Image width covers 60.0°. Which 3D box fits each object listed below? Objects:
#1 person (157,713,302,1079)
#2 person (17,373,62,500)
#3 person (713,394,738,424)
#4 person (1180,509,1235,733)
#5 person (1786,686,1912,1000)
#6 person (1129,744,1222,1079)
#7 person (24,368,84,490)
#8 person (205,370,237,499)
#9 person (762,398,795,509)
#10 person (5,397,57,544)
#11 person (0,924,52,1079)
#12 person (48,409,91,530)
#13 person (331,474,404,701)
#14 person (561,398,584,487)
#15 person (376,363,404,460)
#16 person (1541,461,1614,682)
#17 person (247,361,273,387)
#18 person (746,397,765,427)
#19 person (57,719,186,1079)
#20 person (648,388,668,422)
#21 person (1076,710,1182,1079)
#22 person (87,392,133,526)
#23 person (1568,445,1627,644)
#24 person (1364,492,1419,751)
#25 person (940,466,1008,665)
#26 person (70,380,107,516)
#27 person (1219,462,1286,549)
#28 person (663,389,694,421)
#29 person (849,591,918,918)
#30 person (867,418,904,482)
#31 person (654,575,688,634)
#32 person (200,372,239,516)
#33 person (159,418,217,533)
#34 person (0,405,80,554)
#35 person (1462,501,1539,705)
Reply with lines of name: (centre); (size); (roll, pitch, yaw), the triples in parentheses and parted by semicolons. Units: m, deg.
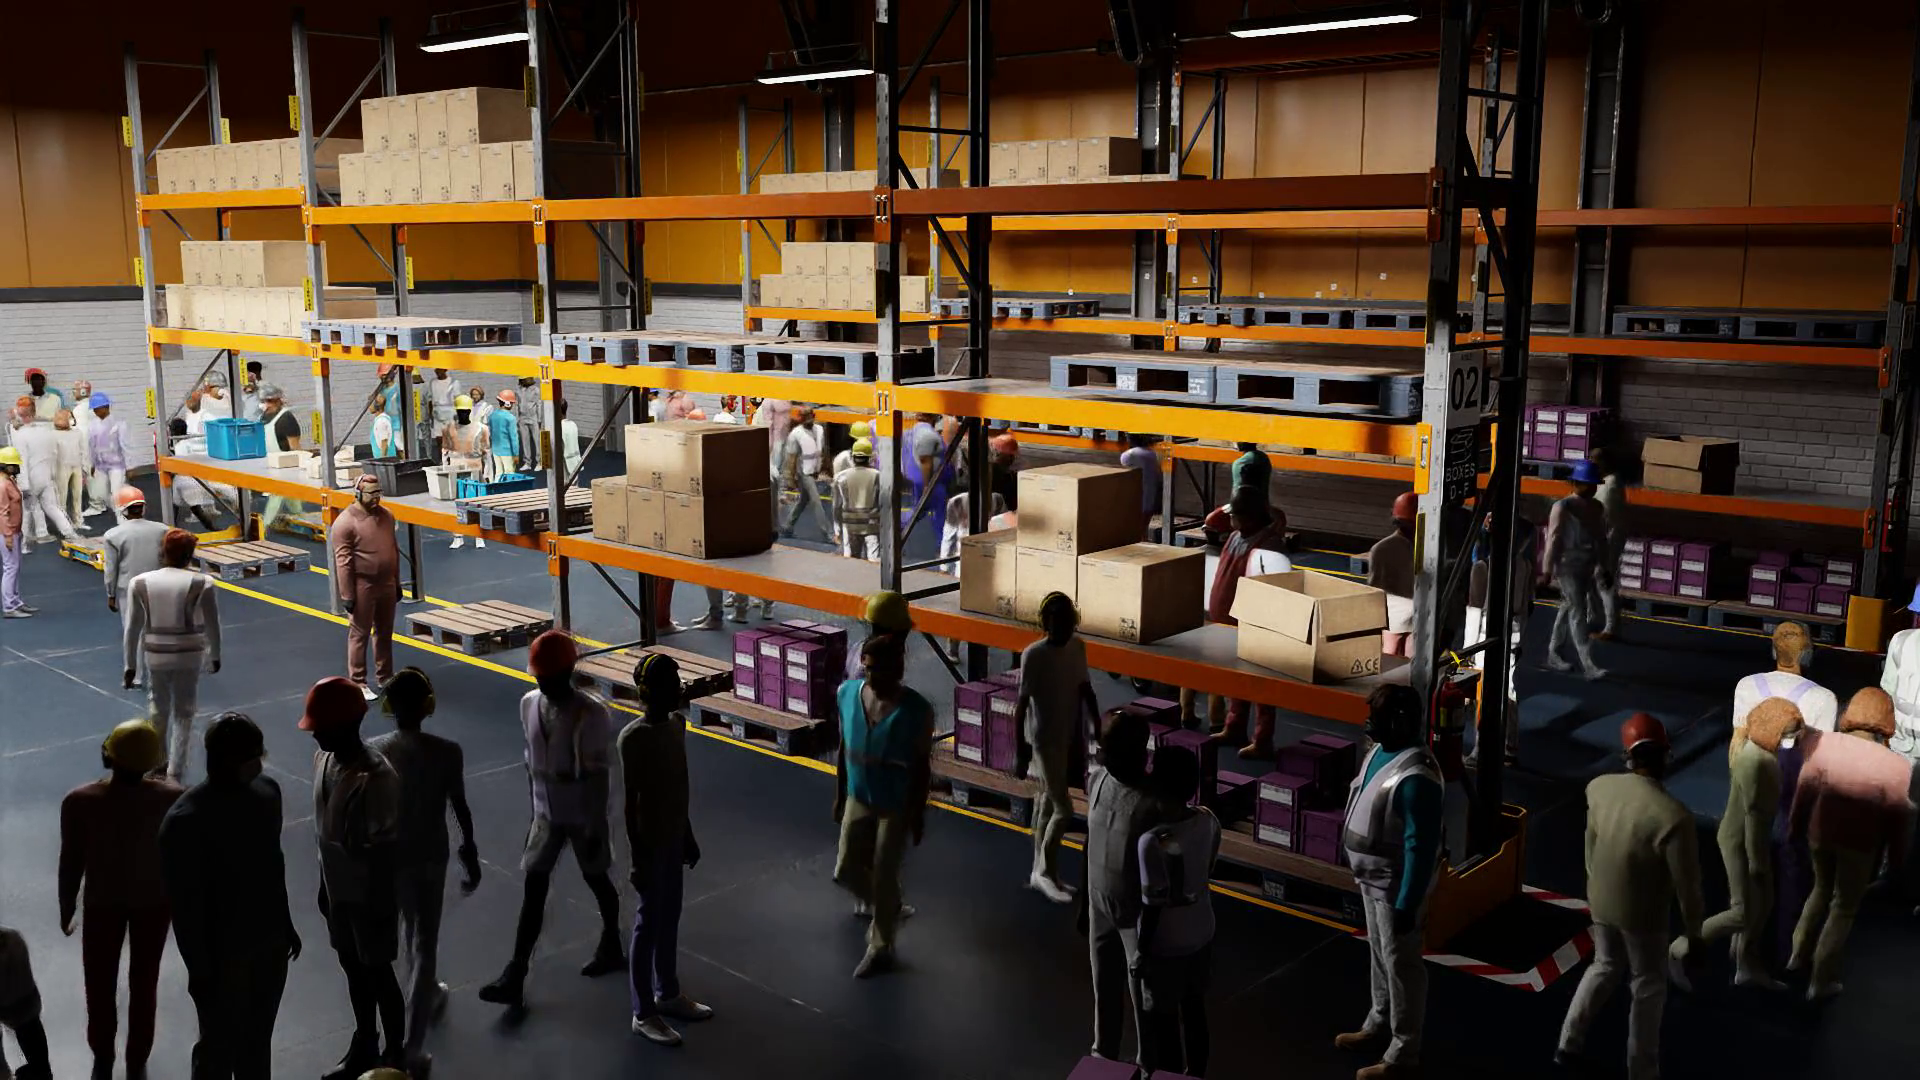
person: (-2.912, 1.639, 6.731); (0.371, 1.935, 0.627); (3, 10, 14)
person: (-13.624, -1.523, 24.699); (0.586, 1.906, 0.421); (-5, 11, -25)
person: (-3.121, -1.048, 22.200); (0.393, 1.836, 0.560); (-6, 12, -30)
person: (1.974, 0.626, 13.002); (0.570, 1.744, 0.372); (8, 13, 39)
person: (4.425, 1.516, 8.303); (0.355, 1.613, 0.526); (-7, 12, -35)
person: (0.905, 1.692, 7.090); (0.318, 1.699, 0.533); (8, 13, 37)
person: (-13.892, -1.671, 25.449); (0.850, 1.943, 0.655); (3, 10, 17)
person: (-11.091, -1.582, 24.957); (0.631, 1.933, 0.364); (10, 14, 44)
person: (-2.613, -1.427, 24.051); (0.357, 1.937, 0.638); (5, 11, 26)
person: (-11.855, -0.890, 21.203); (0.574, 1.876, 0.356); (3, 10, 14)
person: (-3.379, 1.860, 5.545); (0.625, 1.909, 1.025); (-5, 11, -26)
person: (-11.802, -0.919, 22.033); (0.272, 1.634, 0.507); (5, 11, 28)
person: (-4.914, 0.388, 13.919); (0.400, 1.900, 0.636); (4, 11, 24)
person: (-4.905, -0.825, 20.747); (0.390, 1.911, 0.584); (1, 10, 6)
person: (-8.682, -1.715, 25.425); (0.607, 2.034, 0.417); (7, 12, 34)
person: (5.477, 0.274, 14.495); (0.616, 1.907, 0.912); (-6, 12, -31)
person: (-11.294, -1.915, 26.794); (0.544, 1.945, 0.689); (2, 10, 10)
person: (-2.942, -1.393, 24.418); (0.353, 1.738, 0.575); (-3, 11, -17)
person: (-3.674, 1.627, 7.353); (0.551, 1.734, 0.388); (-4, 11, -23)
person: (-4.268, -1.295, 23.300); (0.416, 1.939, 0.624); (1, 10, 3)
person: (0.706, 1.614, 7.139); (0.345, 1.840, 0.504); (-10, 14, -43)
person: (-10.929, -0.952, 21.432); (0.690, 1.921, 0.545); (3, 10, 14)
person: (6.037, 0.051, 15.767); (0.658, 1.909, 0.647); (4, 11, 20)
person: (3.293, 0.619, 12.356); (0.627, 1.985, 0.409); (-5, 11, -27)
person: (0.136, 0.211, 15.020); (0.672, 1.855, 0.482); (-2, 10, -12)
person: (-12.268, -1.294, 23.371); (0.409, 1.913, 0.646); (-2, 10, -10)
person: (2.466, 0.314, 14.157); (0.606, 1.958, 0.374); (3, 10, 17)
person: (-4.175, -1.474, 24.413); (0.668, 1.907, 0.404); (9, 14, 42)
person: (-0.423, 1.208, 9.241); (0.415, 1.904, 0.602); (0, 10, 1)
person: (-0.944, -0.912, 21.188); (0.546, 1.927, 0.391); (-6, 12, -31)
person: (-2.905, -0.027, 16.230); (0.402, 1.909, 0.599); (-7, 12, -33)
person: (-10.405, -1.365, 23.407); (0.535, 2.000, 0.681); (7, 12, 34)
person: (-9.735, -0.702, 20.758); (0.910, 1.639, 0.542); (-5, 11, -26)
person: (-11.297, -0.727, 20.333); (0.965, 1.862, 0.653); (1, 10, 4)
person: (4.411, 0.462, 13.664); (0.621, 1.838, 0.429); (2, 10, 12)
